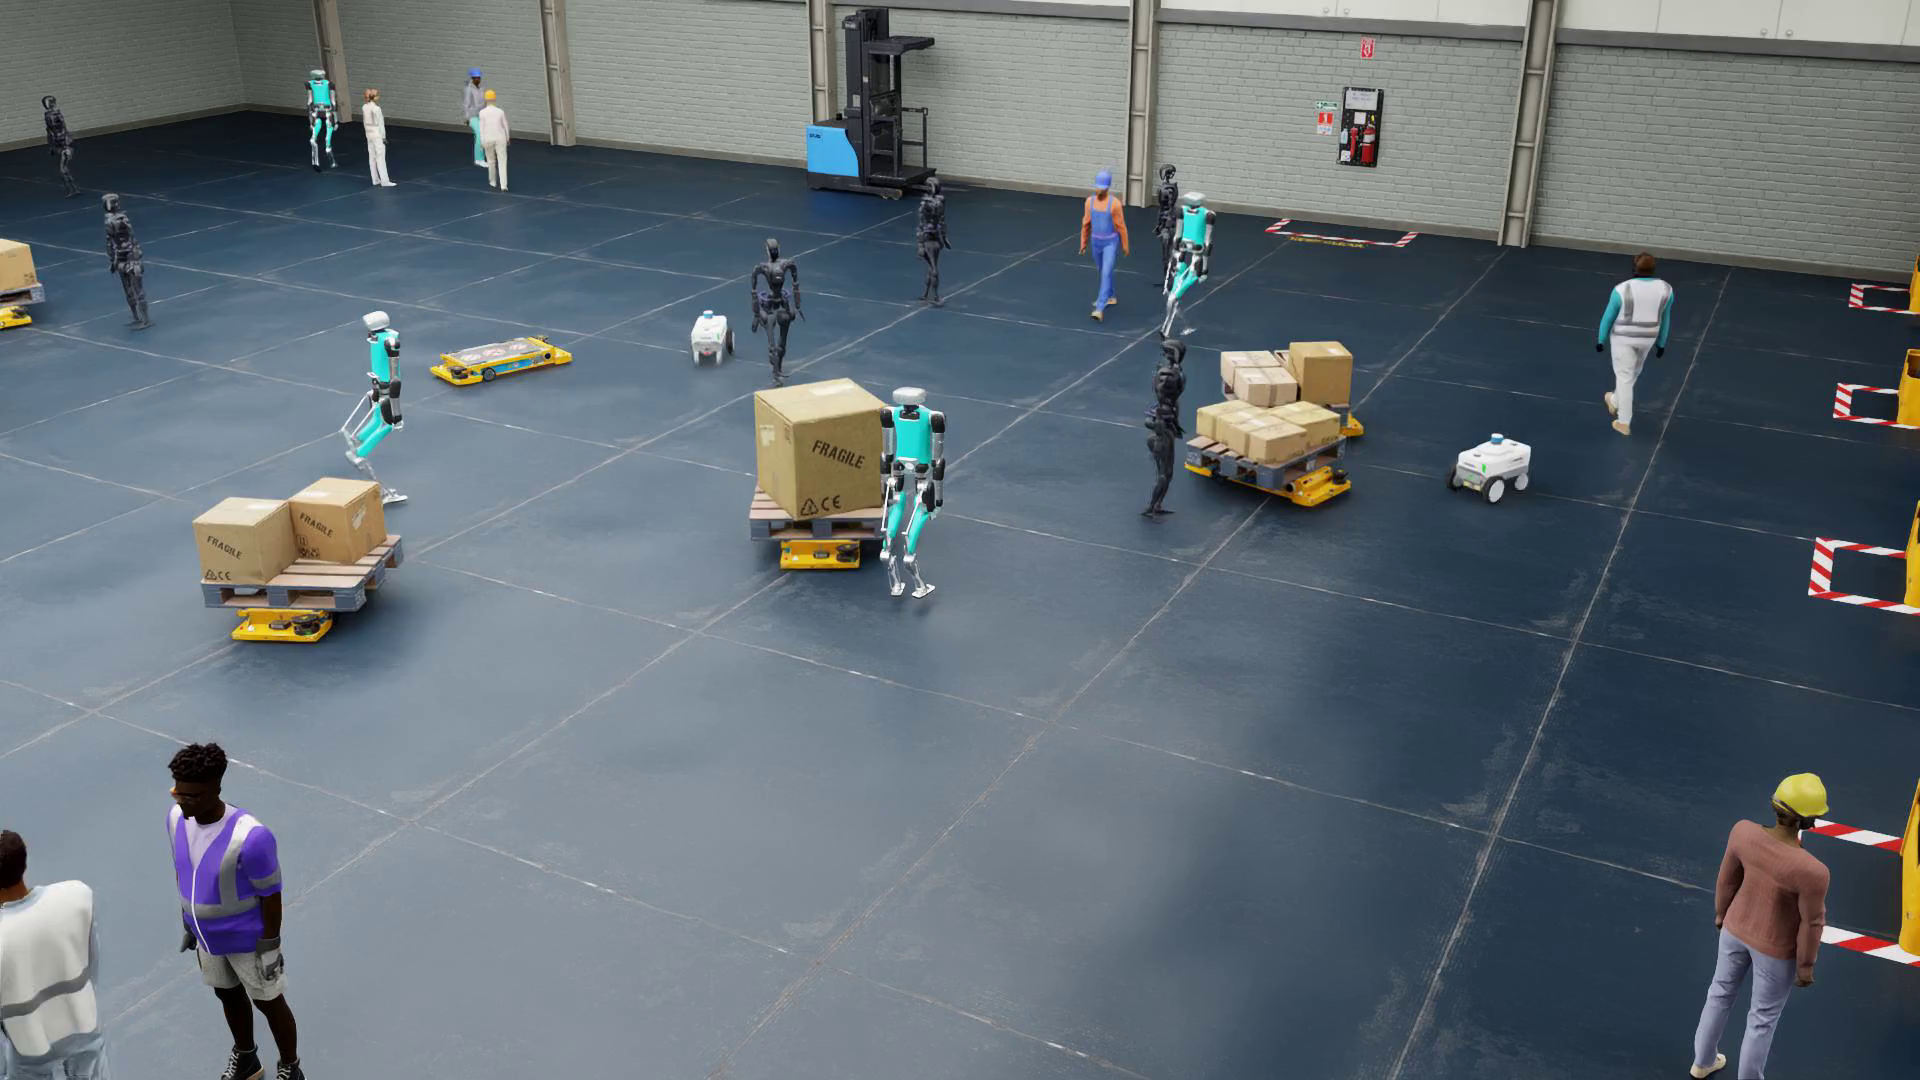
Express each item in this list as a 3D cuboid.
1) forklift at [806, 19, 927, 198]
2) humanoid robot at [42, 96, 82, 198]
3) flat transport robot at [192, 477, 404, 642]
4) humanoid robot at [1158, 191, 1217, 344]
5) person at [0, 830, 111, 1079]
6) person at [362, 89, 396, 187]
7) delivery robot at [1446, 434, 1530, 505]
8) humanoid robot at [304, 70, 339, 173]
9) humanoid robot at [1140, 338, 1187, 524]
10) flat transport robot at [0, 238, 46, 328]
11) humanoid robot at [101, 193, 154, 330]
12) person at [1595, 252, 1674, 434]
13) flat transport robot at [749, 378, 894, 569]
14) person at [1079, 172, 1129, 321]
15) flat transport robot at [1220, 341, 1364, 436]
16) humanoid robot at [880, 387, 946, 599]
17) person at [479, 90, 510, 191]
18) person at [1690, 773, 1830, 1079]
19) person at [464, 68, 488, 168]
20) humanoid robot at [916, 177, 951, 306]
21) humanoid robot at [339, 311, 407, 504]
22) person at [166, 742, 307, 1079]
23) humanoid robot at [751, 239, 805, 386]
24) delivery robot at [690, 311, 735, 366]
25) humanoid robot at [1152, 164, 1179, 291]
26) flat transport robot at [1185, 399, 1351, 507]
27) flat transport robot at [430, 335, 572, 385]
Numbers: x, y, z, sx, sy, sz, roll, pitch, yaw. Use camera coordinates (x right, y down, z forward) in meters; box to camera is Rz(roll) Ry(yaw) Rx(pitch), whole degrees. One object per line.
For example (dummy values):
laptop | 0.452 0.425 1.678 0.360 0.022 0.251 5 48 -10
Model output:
forklift | -1.573 -7.292 27.850 1.873 2.768 1.129 12 26 25
humanoid robot | -14.911 -6.518 27.549 0.610 1.645 0.455 14 27 30
flat transport robot | -5.148 0.417 13.191 0.659 0.231 1.431 1 23 3
humanoid robot | 2.573 -3.200 19.770 0.548 1.761 0.983 18 29 36
person | -4.006 2.097 7.253 0.987 1.873 0.601 20 30 38
person | -9.981 -6.872 28.426 0.514 1.636 0.313 18 29 36
delivery robot | 4.920 -0.674 15.389 0.814 0.611 0.499 -16 28 -32
humanoid robot | -11.420 -7.421 29.628 0.530 1.777 1.003 -1 23 -1
humanoid robot | 1.809 -0.980 14.662 0.306 1.651 0.616 9 25 20
flat transport robot | -12.247 -2.884 20.877 0.659 0.231 1.431 -20 30 -39
humanoid robot | -10.189 -3.410 20.314 0.612 1.657 0.306 14 27 29
person | 6.813 -2.062 17.014 0.653 1.802 0.900 -2 23 -5
flat transport robot | -1.164 -0.108 14.415 0.659 0.231 1.431 -1 23 -1
person | 1.784 -3.708 20.827 0.612 1.835 1.056 14 27 29
flat transport robot | 3.336 -1.255 17.084 1.431 0.231 0.659 -2 23 -5
humanoid robot | -0.440 -0.312 12.867 0.533 1.672 0.735 8 24 18
person | -7.874 -6.773 28.165 0.479 1.658 0.789 -7 24 -15
person | 3.818 1.885 7.879 0.328 1.765 0.532 -12 26 -26
person | -8.641 -7.595 29.959 0.608 1.756 0.547 9 25 21
humanoid robot | -0.303 -3.832 21.321 0.624 1.637 0.608 15 27 31
humanoid robot | -5.310 -1.165 14.904 0.711 1.715 0.530 -16 28 -33
person | -3.409 1.821 7.775 0.605 1.966 0.368 9 25 21
humanoid robot | -1.987 -2.519 18.269 0.609 1.627 0.690 -11 25 -23
delivery robot | -2.903 -2.363 19.316 0.499 0.605 0.781 -1 23 -1
humanoid robot | 2.729 -4.136 21.992 0.315 1.655 0.599 -2 23 -4
flat transport robot | 2.889 -0.653 15.682 1.431 0.231 0.659 21 31 40
flat transport robot | -5.221 -2.050 18.934 1.431 0.231 0.659 -19 30 -38
